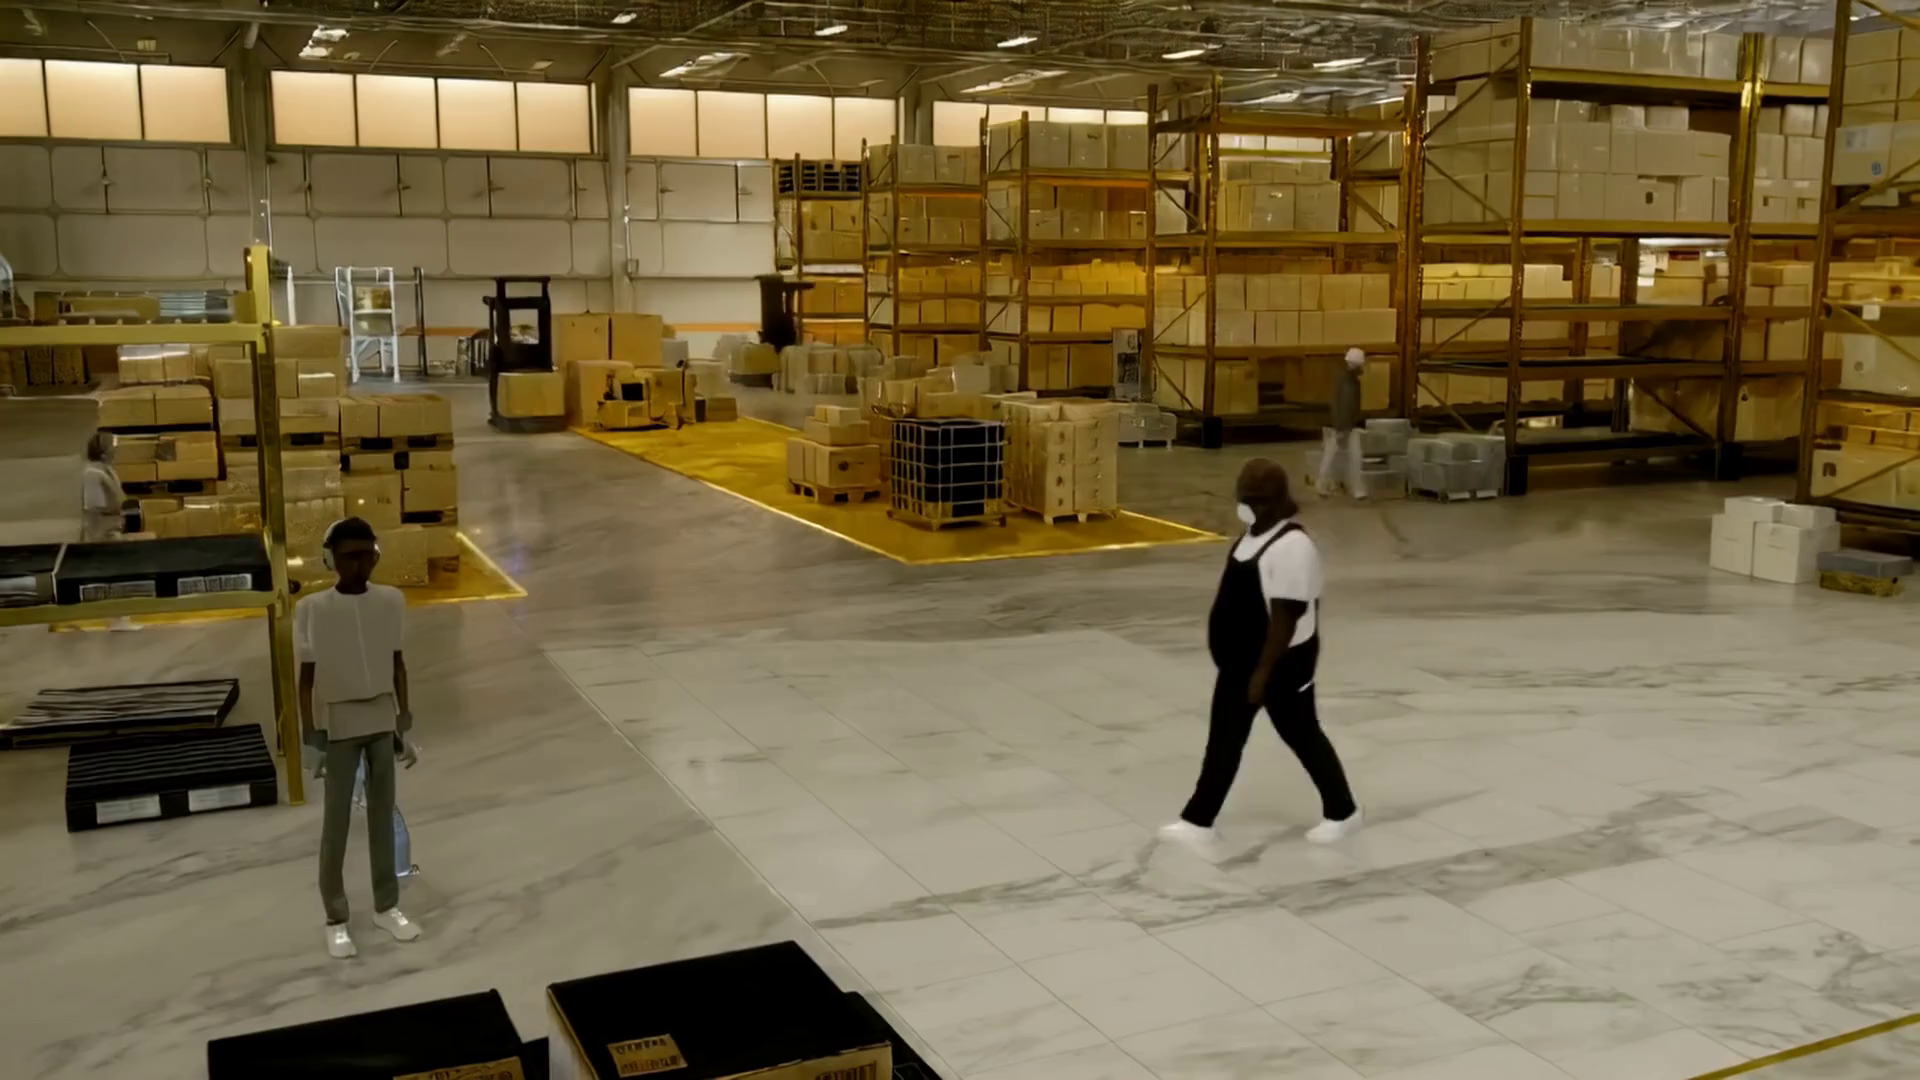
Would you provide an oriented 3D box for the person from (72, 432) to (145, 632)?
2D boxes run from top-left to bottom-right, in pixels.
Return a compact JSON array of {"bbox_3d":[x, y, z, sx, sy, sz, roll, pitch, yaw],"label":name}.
[{"bbox_3d":[-6.854,-0.049,13.257,0.473,1.621,0.531,-2,9,-9],"label":"person"}]

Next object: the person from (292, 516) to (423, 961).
[{"bbox_3d":[-2.556,0.824,7.087,0.328,1.876,0.508,9,13,44],"label":"person"}]

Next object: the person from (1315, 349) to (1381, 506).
[{"bbox_3d":[4.808,-1.377,20.534,0.663,1.936,0.977,-8,12,-39],"label":"person"}]

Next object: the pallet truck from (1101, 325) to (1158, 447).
[{"bbox_3d":[2.881,-2.596,27.923,0.823,1.965,1.885,-1,9,-7],"label":"pallet truck"}]

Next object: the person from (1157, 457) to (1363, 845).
[{"bbox_3d":[1.560,0.540,8.334,1.039,2.000,0.696,-3,10,-17],"label":"person"}]

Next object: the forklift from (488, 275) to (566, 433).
[{"bbox_3d":[-7.931,-3.420,30.308,1.129,2.768,1.873,-4,10,-25],"label":"forklift"}]

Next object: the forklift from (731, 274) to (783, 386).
[{"bbox_3d":[-4.824,-5.362,42.352,1.873,2.768,1.129,-4,10,-25],"label":"forklift"}]
